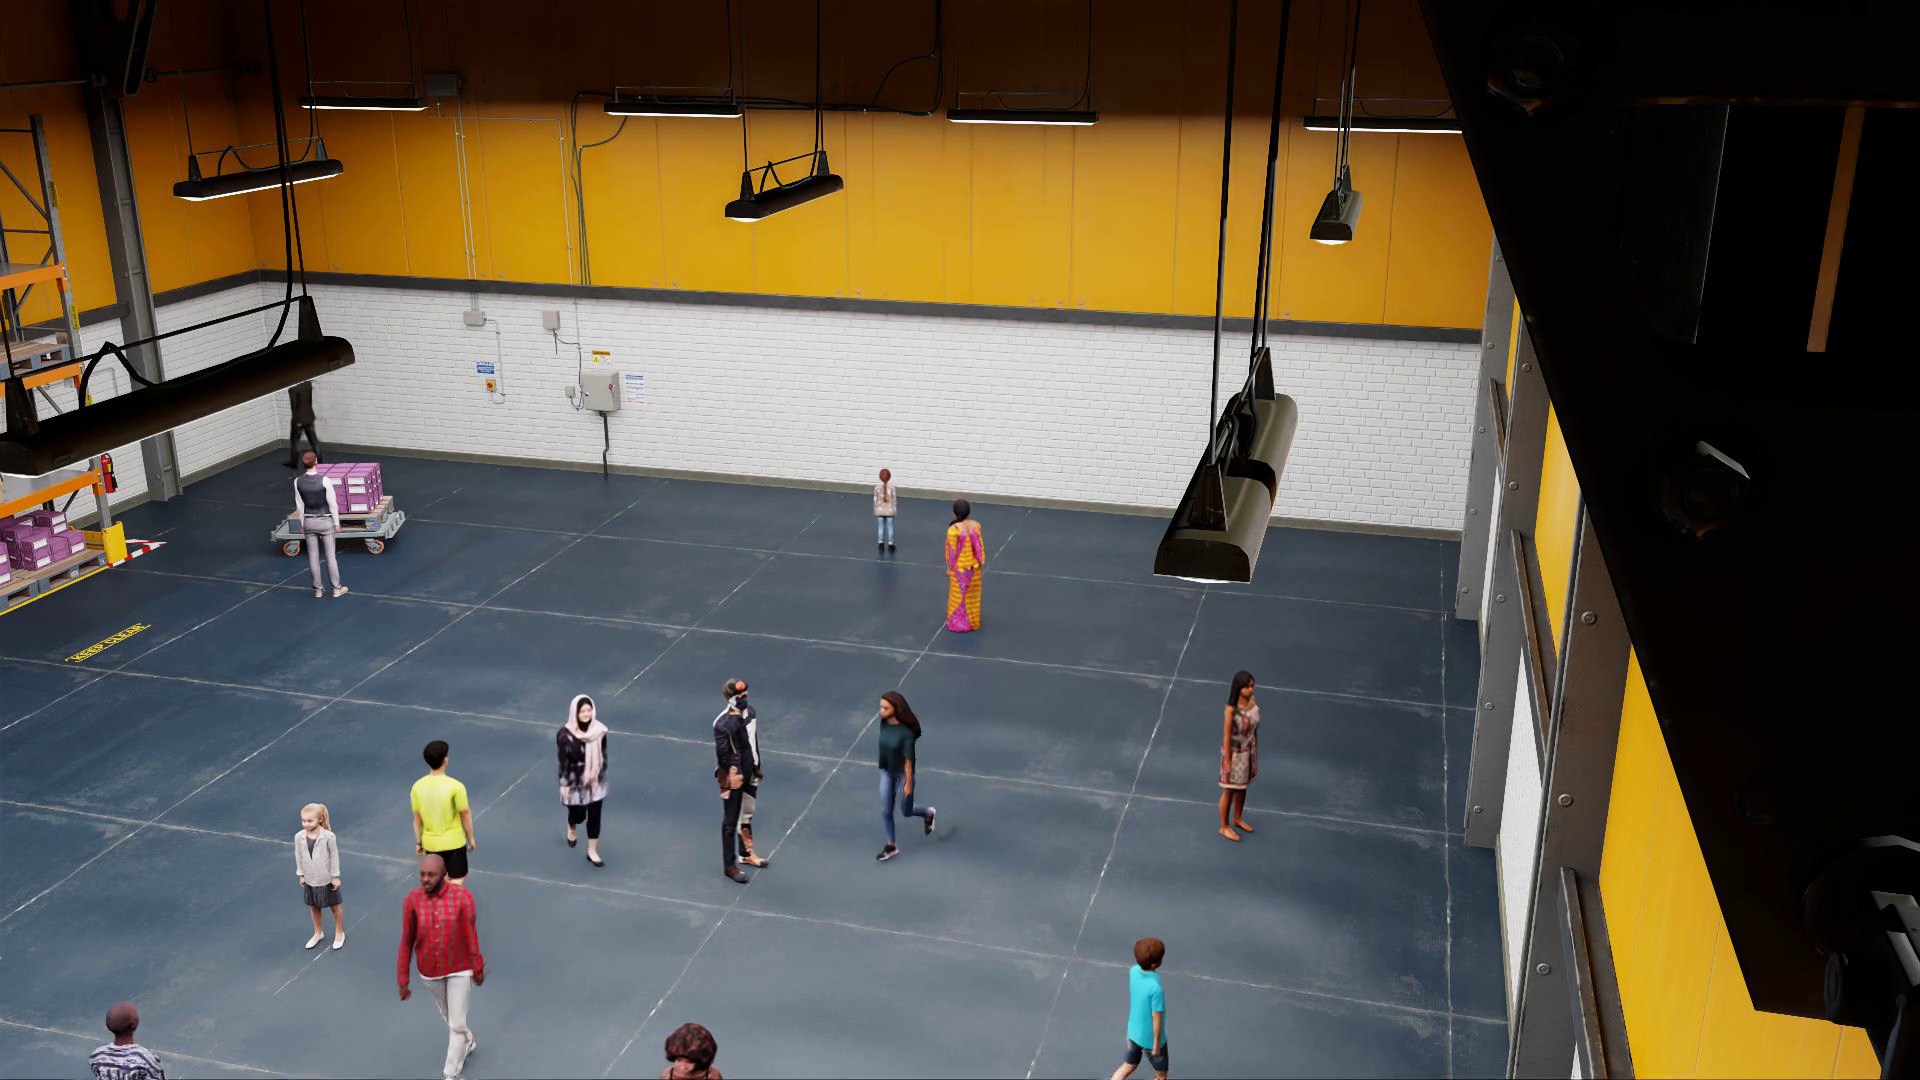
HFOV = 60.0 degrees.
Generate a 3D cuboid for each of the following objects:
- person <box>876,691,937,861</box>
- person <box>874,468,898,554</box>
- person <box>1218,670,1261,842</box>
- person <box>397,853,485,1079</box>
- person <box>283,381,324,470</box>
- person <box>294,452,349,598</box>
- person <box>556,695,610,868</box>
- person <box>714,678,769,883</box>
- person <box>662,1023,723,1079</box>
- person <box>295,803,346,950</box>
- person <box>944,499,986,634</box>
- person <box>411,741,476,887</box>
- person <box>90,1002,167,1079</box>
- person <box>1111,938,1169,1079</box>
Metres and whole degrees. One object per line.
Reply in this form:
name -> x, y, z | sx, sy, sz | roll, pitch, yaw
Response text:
person -> -0.505, 2.112, 15.087 | 0.820, 1.597, 1.001 | 16, 24, 39
person -> -1.040, -0.413, 23.225 | 0.498, 1.189, 0.497 | 2, 19, 6
person -> 2.584, 1.965, 15.446 | 0.661, 1.648, 0.789 | -17, 25, -41
person -> -3.698, 3.042, 12.028 | 0.883, 1.788, 1.184 | 0, 19, 1
person -> -10.568, -1.970, 26.924 | 0.851, 1.779, 0.955 | 8, 20, 23
person -> -8.273, -0.212, 21.455 | 0.719, 1.938, 0.675 | -1, 19, -2
person -> -3.423, 2.131, 14.989 | 0.868, 1.625, 0.922 | -12, 22, -31
person -> -1.961, 2.082, 14.714 | 0.781, 1.892, 0.604 | 10, 21, 26
person -> -1.617, 3.698, 10.081 | 0.635, 1.787, 0.644 | -1, 19, -3
person -> -5.266, 2.754, 13.686 | 0.554, 1.275, 0.571 | 1, 19, 2
person -> 0.023, 0.281, 20.394 | 0.765, 1.681, 0.838 | -15, 24, -37
person -> -4.293, 2.510, 13.770 | 0.776, 1.683, 1.109 | 1, 19, 4
person -> -5.044, 3.676, 10.156 | 0.700, 1.780, 0.687 | 2, 19, 7
person -> 1.228, 3.406, 11.514 | 0.961, 1.427, 0.890 | -11, 22, -29
